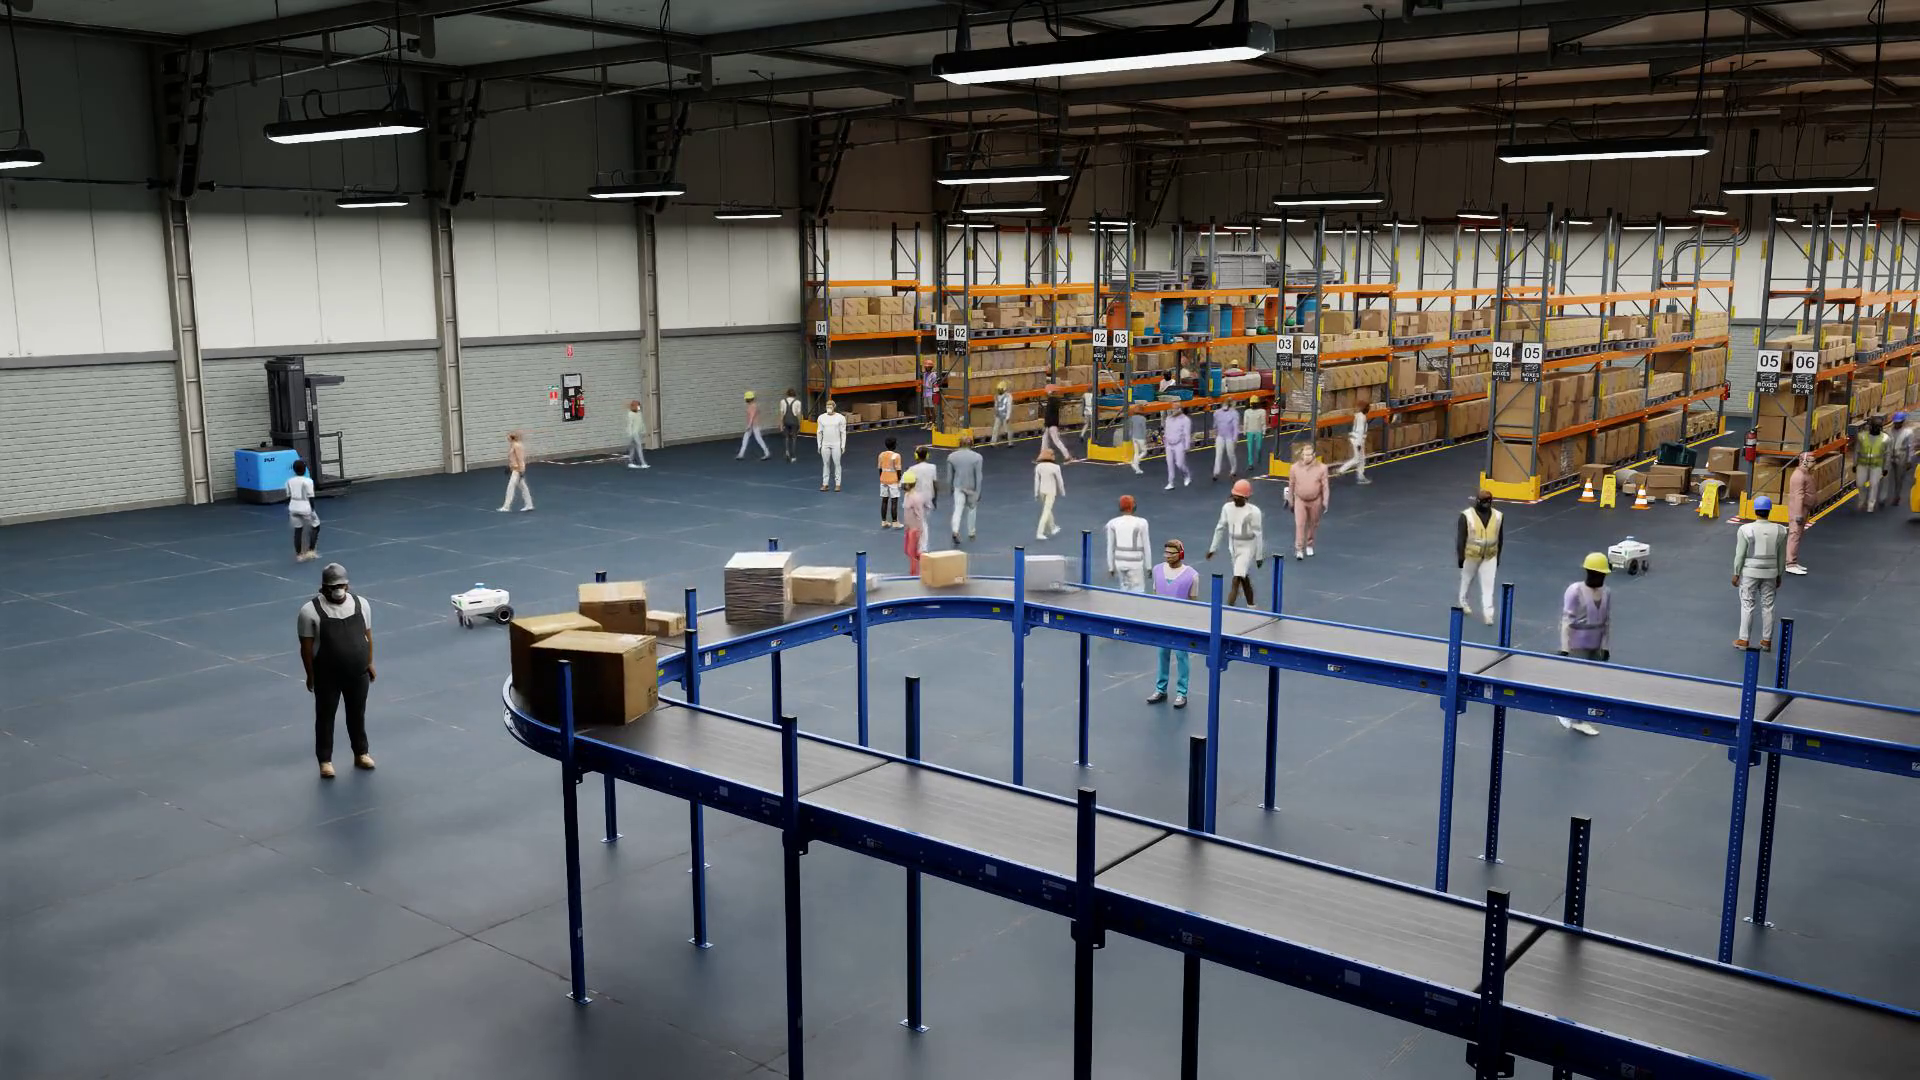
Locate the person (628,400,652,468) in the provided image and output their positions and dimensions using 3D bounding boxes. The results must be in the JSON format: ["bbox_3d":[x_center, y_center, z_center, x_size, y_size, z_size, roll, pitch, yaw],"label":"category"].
[{"bbox_3d":[-7.564,-2.491,36.963,0.755,1.603,0.517,2,10,10],"label":"person"}]

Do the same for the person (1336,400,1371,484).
[{"bbox_3d":[8.702,-2.166,34.452,0.724,1.857,0.614,2,10,11],"label":"person"}]

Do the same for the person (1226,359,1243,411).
[{"bbox_3d":[8.700,-4.801,49.408,0.610,1.797,0.807,4,11,21],"label":"person"}]

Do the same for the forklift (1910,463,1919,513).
[{"bbox_3d":[19.034,-1.348,28.998,2.313,2.155,1.214,8,13,37],"label":"forklift"}]

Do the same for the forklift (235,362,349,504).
[{"bbox_3d":[-13.803,-2.244,32.110,1.129,2.768,1.873,8,13,37],"label":"forklift"}]

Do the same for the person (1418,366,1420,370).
[{"bbox_3d":[14.400,-4.724,49.484,0.530,1.630,0.362,6,12,31],"label":"person"}]

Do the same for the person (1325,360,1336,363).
[{"bbox_3d":[12.740,-5.527,53.447,0.551,1.816,0.963,6,12,32],"label":"person"}]

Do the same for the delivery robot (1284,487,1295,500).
[{"bbox_3d":[6.772,-0.967,31.201,0.477,0.478,0.707,10,14,44],"label":"delivery robot"}]

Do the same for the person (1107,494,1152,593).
[{"bbox_3d":[2.163,0.344,20.294,0.620,1.863,0.612,6,12,31],"label":"person"}]

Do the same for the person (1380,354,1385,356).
[{"bbox_3d":[13.781,-5.313,51.854,0.907,1.969,0.624,10,14,43],"label":"person"}]

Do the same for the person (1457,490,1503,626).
[{"bbox_3d":[7.065,0.199,21.303,0.635,1.798,0.978,0,10,1],"label":"person"}]

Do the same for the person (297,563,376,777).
[{"bbox_3d":[-5.880,1.234,14.895,0.685,2.000,0.535,-9,13,-41],"label":"person"}]

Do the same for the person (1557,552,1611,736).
[{"bbox_3d":[6.450,1.065,16.074,0.618,1.913,0.413,-5,11,-26],"label":"person"}]

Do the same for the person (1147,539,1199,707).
[{"bbox_3d":[2.354,0.897,17.217,0.566,1.846,0.389,8,13,36],"label":"person"}]

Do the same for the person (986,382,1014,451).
[{"bbox_3d":[1.075,-3.197,40.451,0.615,1.777,0.968,8,13,38],"label":"person"}]

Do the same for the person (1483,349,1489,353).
[{"bbox_3d":[17.834,-5.522,53.147,0.592,1.920,0.392,-2,10,-11],"label":"person"}]

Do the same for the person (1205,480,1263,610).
[{"bbox_3d":[3.671,0.172,20.898,1.001,1.978,0.643,-7,12,-33],"label":"person"}]

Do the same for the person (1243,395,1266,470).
[{"bbox_3d":[6.909,-2.527,36.743,0.542,1.753,0.369,3,11,18],"label":"person"}]

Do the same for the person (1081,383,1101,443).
[{"bbox_3d":[3.523,-3.387,41.939,0.537,1.632,0.429,8,13,36],"label":"person"}]

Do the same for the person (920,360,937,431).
[{"bbox_3d":[-0.912,-4.178,45.229,0.373,2.043,0.615,-8,13,-36],"label":"person"}]

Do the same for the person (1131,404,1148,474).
[{"bbox_3d":[4.115,-2.323,35.945,0.361,1.621,0.517,-7,12,-35],"label":"person"}]

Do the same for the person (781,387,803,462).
[{"bbox_3d":[-4.113,-2.840,38.303,0.536,1.825,0.498,1,10,8],"label":"person"}]

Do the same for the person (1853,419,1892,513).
[{"bbox_3d":[17.684,-1.425,30.366,0.647,1.819,0.591,7,12,35],"label":"person"}]

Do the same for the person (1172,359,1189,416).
[{"bbox_3d":[6.717,-4.568,47.723,0.638,1.941,1.020,7,12,35],"label":"person"}]

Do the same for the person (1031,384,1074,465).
[{"bbox_3d":[2.262,-2.774,37.612,1.005,1.955,0.617,1,10,7],"label":"person"}]

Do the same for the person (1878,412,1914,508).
[{"bbox_3d":[18.620,-1.597,31.126,0.627,1.898,0.993,9,13,41],"label":"person"}]

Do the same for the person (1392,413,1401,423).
[{"bbox_3d":[12.404,-3.903,44.060,0.593,1.911,0.559,8,13,38],"label":"person"}]

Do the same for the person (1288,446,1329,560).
[{"bbox_3d":[5.729,-0.620,25.737,0.651,1.858,0.987,2,10,11],"label":"person"}]

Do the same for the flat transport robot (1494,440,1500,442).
[{"bbox_3d":[15.131,-2.736,42.218,1.431,0.197,0.652,4,11,22],"label":"flat transport robot"}]

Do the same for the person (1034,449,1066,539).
[{"bbox_3d":[1.576,-0.822,27.633,0.503,1.587,0.871,9,13,40],"label":"person"}]

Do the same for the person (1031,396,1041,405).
[{"bbox_3d":[2.432,-4.901,49.600,0.552,1.935,0.373,7,12,35],"label":"person"}]

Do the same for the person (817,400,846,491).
[{"bbox_3d":[-2.741,-2.011,33.326,0.637,1.938,0.357,2,10,10],"label":"person"}]

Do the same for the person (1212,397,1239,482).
[{"bbox_3d":[5.921,-2.253,34.870,0.668,1.881,1.049,6,12,31],"label":"person"}]

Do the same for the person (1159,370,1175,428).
[{"bbox_3d":[5.817,-3.859,44.009,0.429,1.842,0.626,-10,14,-44],"label":"person"}]

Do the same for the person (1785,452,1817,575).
[{"bbox_3d":[13.197,-0.432,24.527,0.403,1.911,0.637,6,12,31],"label":"person"}]

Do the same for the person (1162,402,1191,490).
[{"bbox_3d":[4.656,-2.029,33.560,0.652,1.890,0.549,9,14,42],"label":"person"}]

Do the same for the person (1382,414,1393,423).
[{"bbox_3d":[12.601,-4.233,45.753,0.603,1.967,0.367,-6,12,-29],"label":"person"}]

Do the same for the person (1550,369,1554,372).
[{"bbox_3d":[19.554,-5.349,52.126,0.374,1.933,0.550,-9,13,-40],"label":"person"}]

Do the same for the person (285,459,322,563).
[{"bbox_3d":[-10.639,-0.484,25.423,0.552,1.680,0.498,3,11,17],"label":"person"}]

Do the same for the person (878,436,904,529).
[{"bbox_3d":[-1.270,-1.056,28.632,0.535,1.697,0.322,9,13,41],"label":"person"}]

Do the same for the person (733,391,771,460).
[{"bbox_3d":[-5.092,-2.808,38.479,0.904,1.714,0.516,-6,12,-29],"label":"person"}]

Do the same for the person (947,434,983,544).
[{"bbox_3d":[0.070,-0.885,27.094,0.638,1.911,0.925,3,10,15],"label":"person"}]

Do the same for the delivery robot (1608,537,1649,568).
[{"bbox_3d":[10.558,0.189,24.696,0.707,0.478,0.477,-7,12,-36],"label":"delivery robot"}]

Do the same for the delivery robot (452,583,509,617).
[{"bbox_3d":[-6.473,0.826,21.108,0.707,0.478,0.477,-7,12,-35],"label":"delivery robot"}]

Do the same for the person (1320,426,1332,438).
[{"bbox_3d":[9.611,-3.415,41.263,0.543,1.928,0.373,-4,11,-22],"label":"person"}]

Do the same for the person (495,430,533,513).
[{"bbox_3d":[-8.716,-1.331,30.443,0.806,1.606,0.527,-4,11,-22],"label":"person"}]

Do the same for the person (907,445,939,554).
[{"bbox_3d":[-0.669,-0.650,25.896,0.554,1.853,0.641,-6,11,-29],"label":"person"}]

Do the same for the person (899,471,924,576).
[{"bbox_3d":[-0.645,-0.174,23.548,0.565,1.750,0.528,-4,11,-21],"label":"person"}]

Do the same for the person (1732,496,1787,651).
[{"bbox_3d":[10.019,0.419,19.644,0.606,1.940,0.408,1,10,6],"label":"person"}]
